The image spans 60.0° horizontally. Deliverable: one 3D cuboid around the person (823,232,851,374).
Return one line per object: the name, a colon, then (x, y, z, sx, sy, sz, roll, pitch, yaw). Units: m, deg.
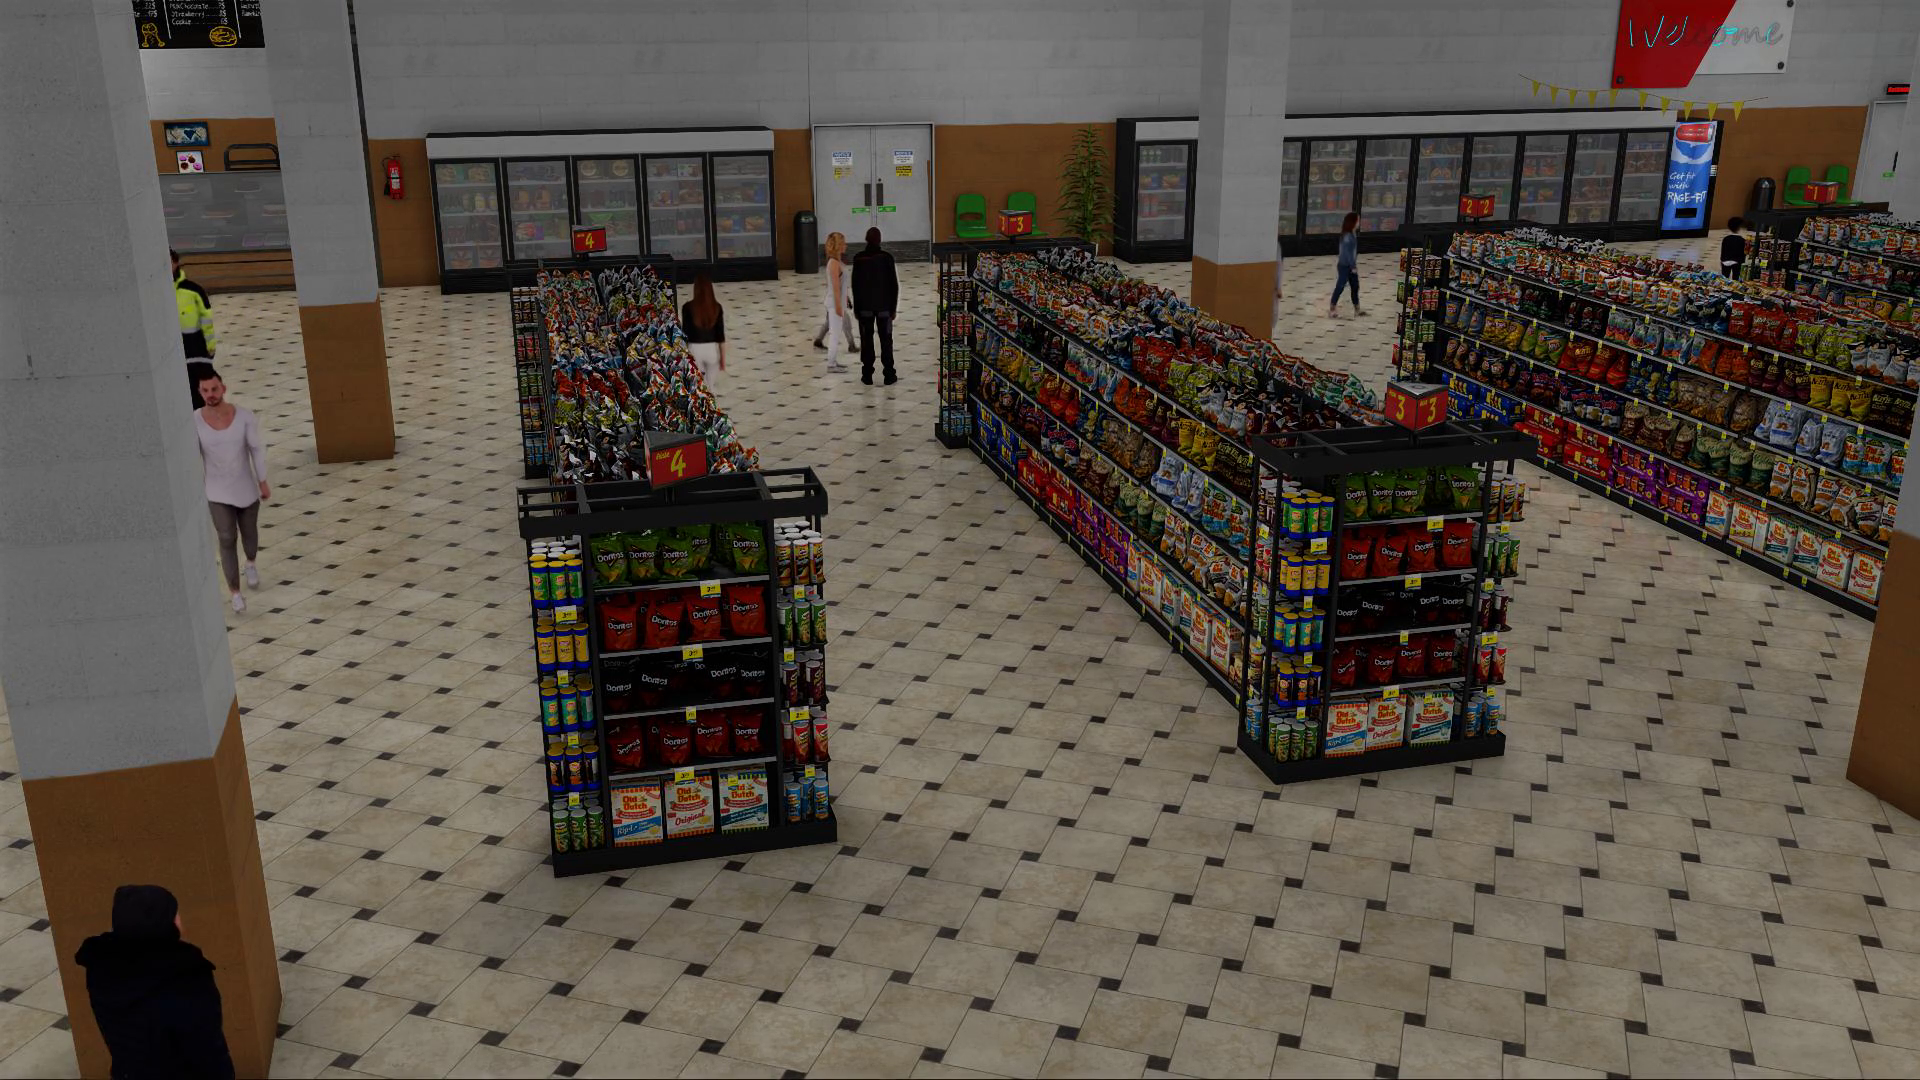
person: (-1.497, -2.843, 19.890, 0.686, 1.670, 0.551, -1, 19, -2)

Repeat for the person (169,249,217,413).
person: (-7.839, -1.989, 16.900, 0.865, 1.962, 0.894, -1, 19, -3)

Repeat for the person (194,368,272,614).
person: (-5.458, -0.410, 12.462, 0.851, 1.806, 1.200, -10, 21, -28)

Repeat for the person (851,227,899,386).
person: (-0.986, -2.714, 19.262, 0.761, 1.826, 0.706, 1, 19, 2)

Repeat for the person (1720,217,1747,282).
person: (11.312, -4.105, 24.332, 0.576, 1.223, 0.639, 11, 22, 30)

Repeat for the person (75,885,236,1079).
person: (-2.733, 1.962, 5.656, 0.969, 1.659, 1.049, 9, 21, 25)

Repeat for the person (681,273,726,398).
person: (-2.606, -1.838, 16.918, 0.712, 1.665, 1.138, -8, 20, -23)

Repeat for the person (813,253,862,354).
person: (-1.597, -2.975, 20.876, 0.747, 1.290, 0.900, 2, 19, 5)

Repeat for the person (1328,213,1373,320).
person: (5.271, -3.783, 23.009, 0.904, 1.459, 0.851, 10, 21, 27)
